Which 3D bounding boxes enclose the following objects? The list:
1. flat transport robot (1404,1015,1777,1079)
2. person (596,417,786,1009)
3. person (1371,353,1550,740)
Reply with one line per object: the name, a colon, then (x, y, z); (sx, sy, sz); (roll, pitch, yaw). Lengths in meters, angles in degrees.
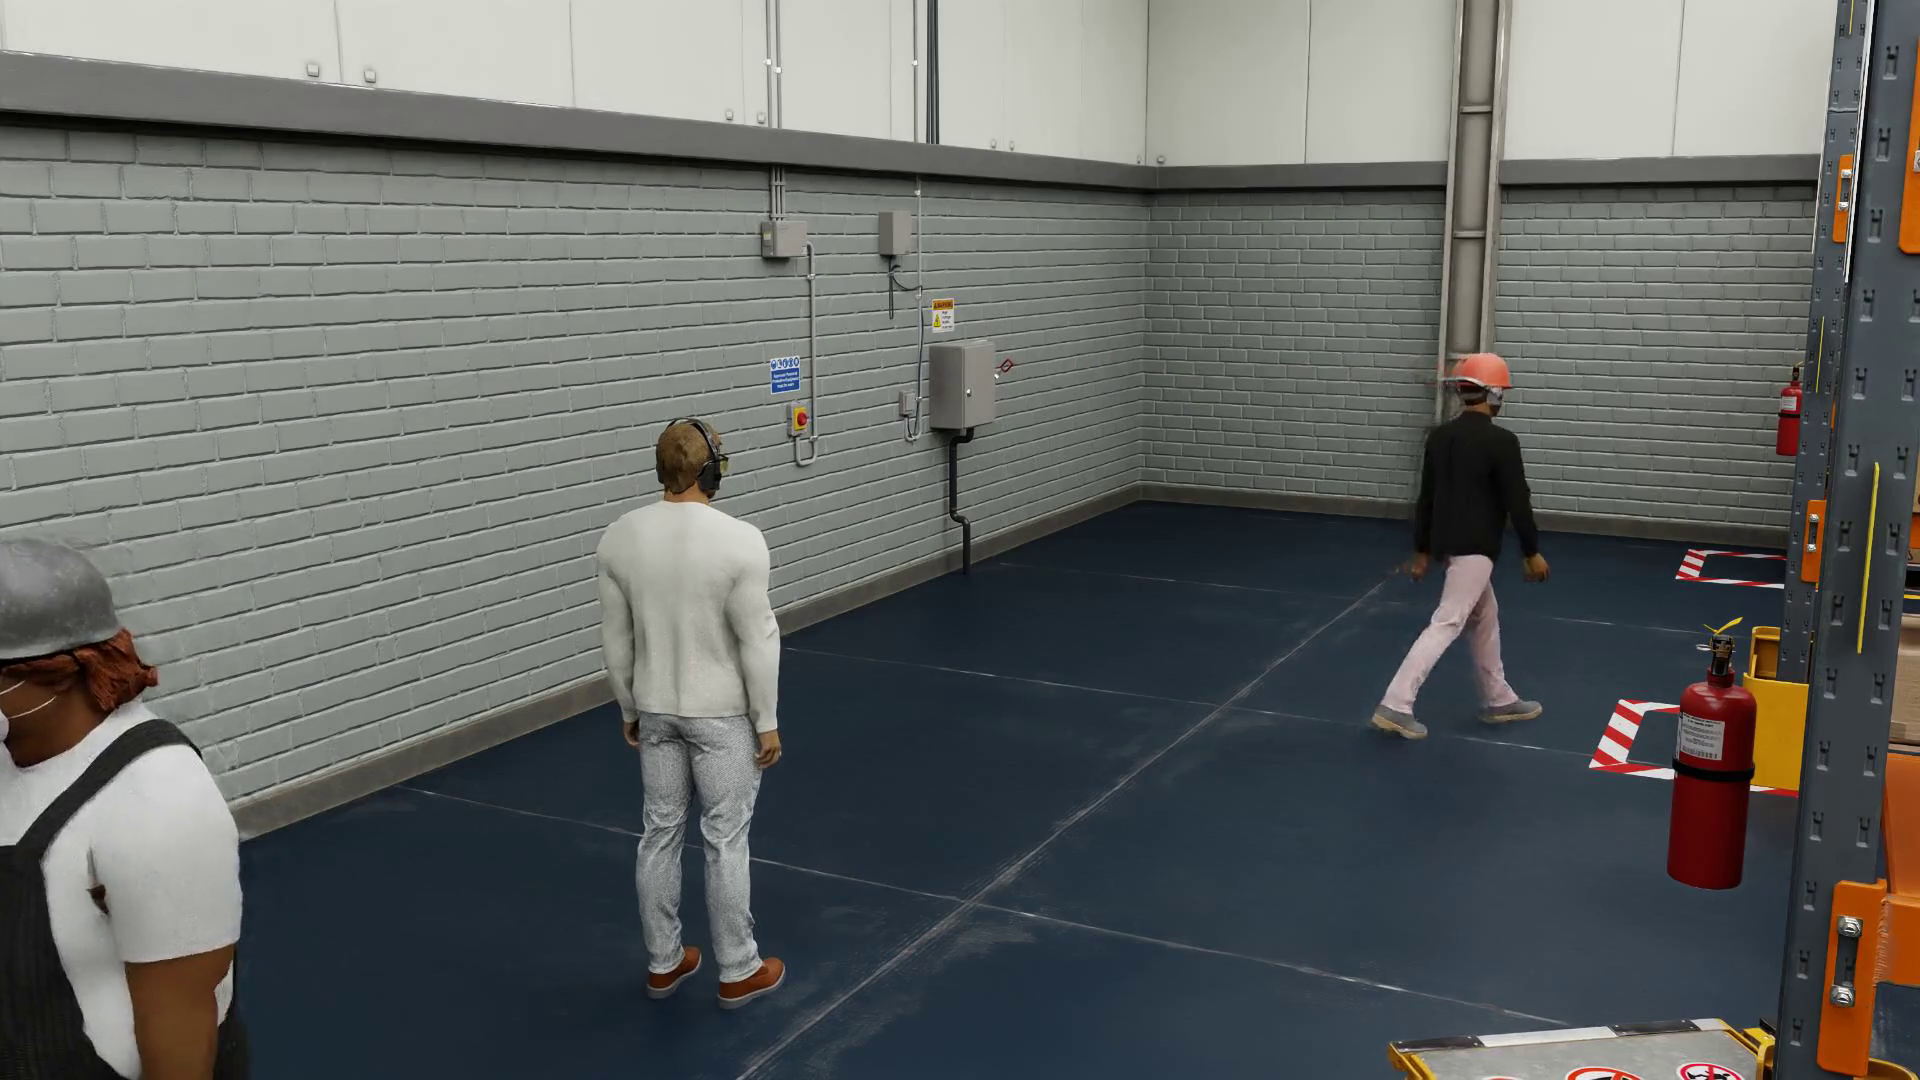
flat transport robot: (1.837, 1.567, 4.528); (1.431, 0.197, 0.652); (-2, 11, -8)
person: (-0.864, 0.567, 5.430); (0.627, 1.941, 0.370); (4, 11, 21)
person: (2.523, 0.032, 8.374); (1.055, 1.944, 0.617); (-3, 11, -16)
